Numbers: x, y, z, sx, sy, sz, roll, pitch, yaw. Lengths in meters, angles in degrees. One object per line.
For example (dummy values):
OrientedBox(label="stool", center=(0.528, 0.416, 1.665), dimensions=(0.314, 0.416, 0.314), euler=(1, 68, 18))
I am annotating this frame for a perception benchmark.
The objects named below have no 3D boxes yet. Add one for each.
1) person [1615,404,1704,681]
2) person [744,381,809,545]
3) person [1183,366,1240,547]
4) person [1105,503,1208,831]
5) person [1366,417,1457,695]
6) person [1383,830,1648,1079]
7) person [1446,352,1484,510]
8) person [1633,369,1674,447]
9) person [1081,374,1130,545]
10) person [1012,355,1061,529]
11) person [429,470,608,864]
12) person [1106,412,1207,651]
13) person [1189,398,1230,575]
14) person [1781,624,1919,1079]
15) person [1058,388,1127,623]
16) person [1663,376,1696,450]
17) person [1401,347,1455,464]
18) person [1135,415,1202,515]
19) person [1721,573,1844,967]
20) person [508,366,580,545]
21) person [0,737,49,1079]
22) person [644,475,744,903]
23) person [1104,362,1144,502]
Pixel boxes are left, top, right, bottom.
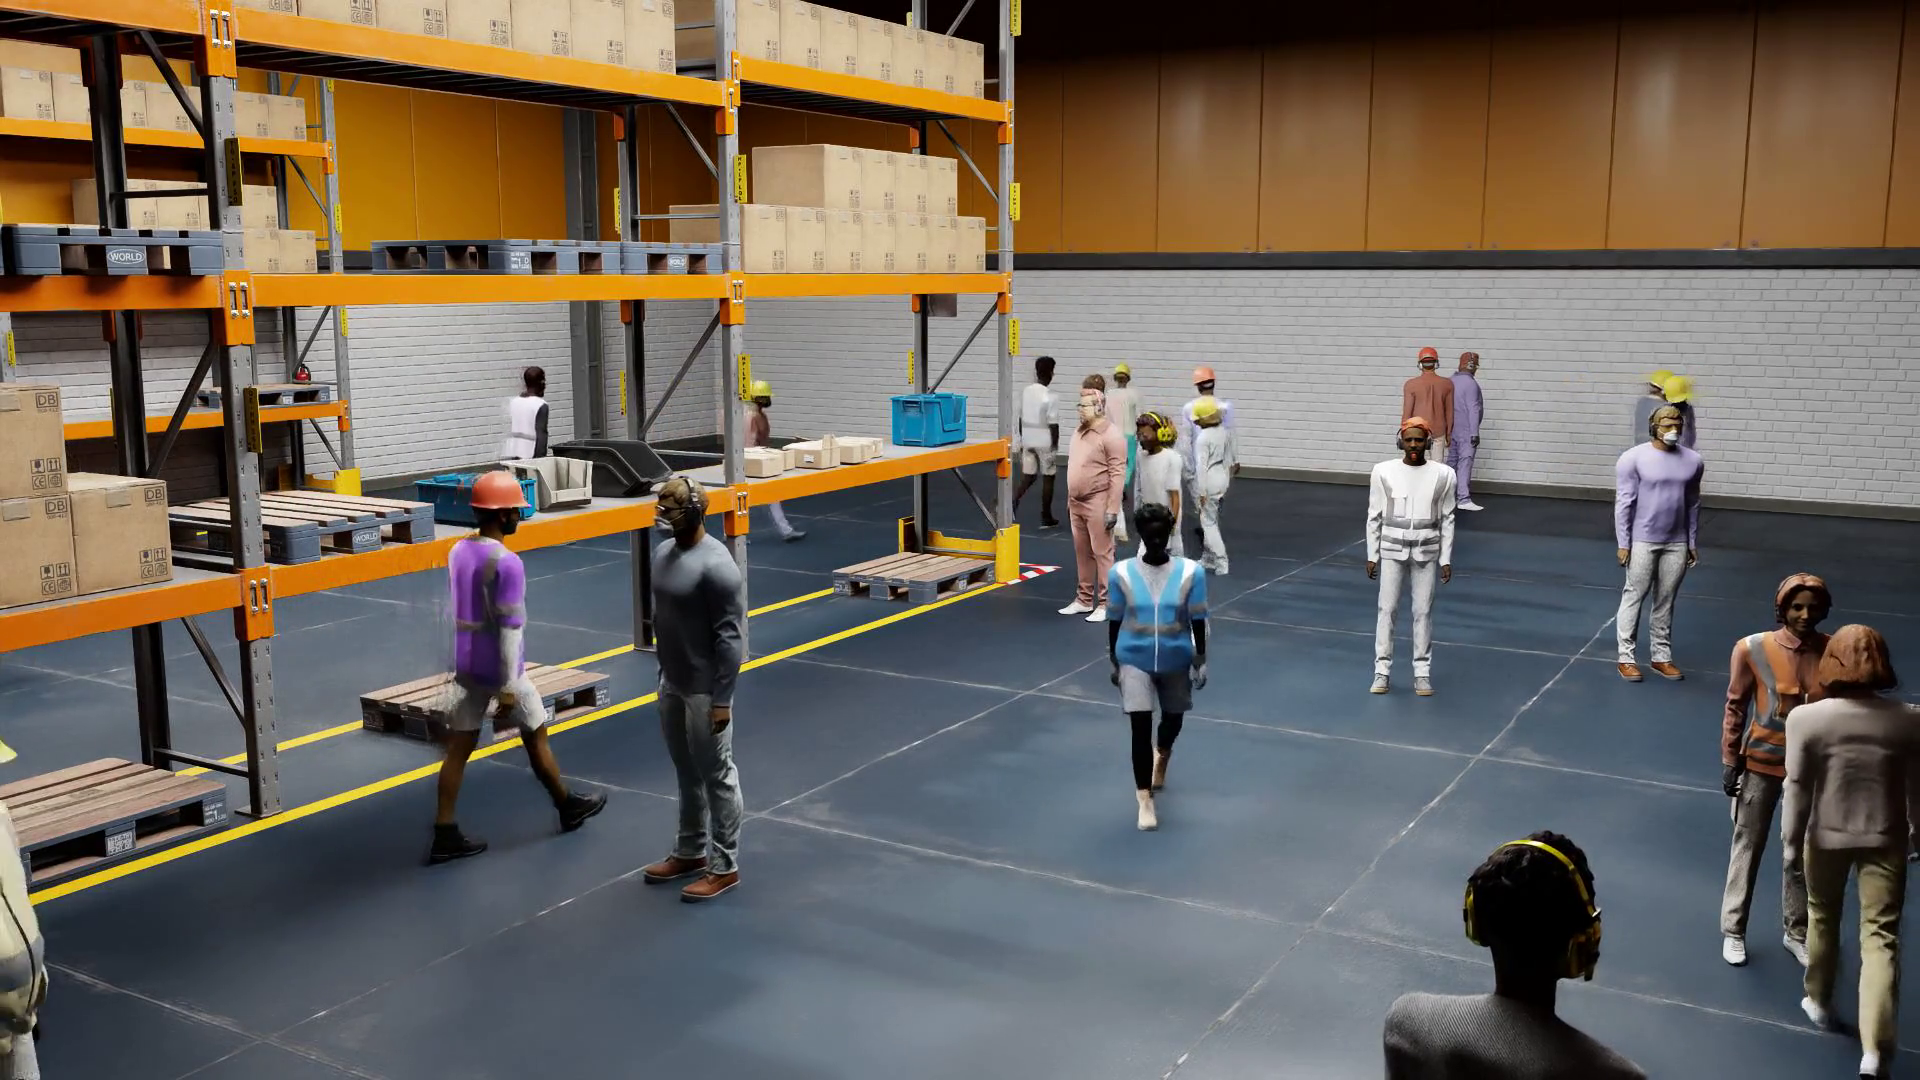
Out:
OrientedBox(label="person", center=(4.874, 0.029, 11.590), dimensions=(0.635, 1.938, 0.416), euler=(-1, 9, -9))
OrientedBox(label="person", center=(-2.057, -0.787, 17.320), dimensions=(0.880, 1.724, 0.537), euler=(3, 10, 17))
OrientedBox(label="person", center=(2.569, -0.849, 17.225), dimensions=(0.593, 1.897, 0.875), euler=(4, 10, 25))
OrientedBox(label="person", center=(1.024, 0.613, 8.746), dimensions=(0.534, 1.669, 0.783), euler=(0, 9, 3))
OrientedBox(label="person", center=(3.031, 0.111, 11.220), dimensions=(0.574, 1.883, 0.356), euler=(2, 9, 12))
OrientedBox(label="person", center=(0.995, 1.433, 3.003), dimensions=(0.519, 1.874, 0.326), euler=(8, 12, 40))
OrientedBox(label="person", center=(6.088, -1.311, 20.043), dimensions=(0.407, 1.902, 0.638), euler=(-2, 9, -13))
OrientedBox(label="person", center=(7.472, -0.932, 17.942), dimensions=(0.470, 1.814, 0.609), euler=(-3, 9, -15))
OrientedBox(label="person", center=(1.498, -0.834, 17.382), dimensions=(0.470, 1.803, 0.726), euler=(4, 10, 23))
OrientedBox(label="person", center=(0.836, -1.066, 18.372), dimensions=(0.635, 1.948, 0.694), euler=(8, 12, 42))
OrientedBox(label="person", center=(-2.230, 0.595, 8.188), dimensions=(0.549, 1.883, 0.985), euler=(7, 11, 36))
OrientedBox(label="person", center=(1.545, -0.068, 12.568), dimensions=(0.921, 1.820, 0.551), euler=(-8, 12, -39))
OrientedBox(label="person", center=(2.368, -0.507, 15.715), dimensions=(0.581, 1.679, 0.547), euler=(8, 12, 40))
OrientedBox(label="person", center=(3.219, 1.118, 5.961), dimensions=(0.512, 1.602, 0.892), euler=(4, 10, 23))
OrientedBox(label="person", center=(1.070, -0.288, 13.634), dimensions=(0.409, 1.907, 0.651), euler=(-6, 11, -31))
OrientedBox(label="person", center=(6.890, -0.649, 16.023), dimensions=(0.697, 1.874, 0.374), euler=(-8, 12, -40))
OrientedBox(label="person", center=(5.436, -1.246, 19.374), dimensions=(0.611, 1.985, 0.394), euler=(0, 9, 0))
OrientedBox(label="person", center=(1.868, -0.344, 14.996), dimensions=(0.574, 1.572, 0.826), euler=(-1, 9, -5))
OrientedBox(label="person", center=(3.381, 0.941, 6.797), dimensions=(0.522, 1.639, 0.309), euler=(1, 9, 8))
OrientedBox(label="person", center=(-4.327, -0.850, 17.241), dimensions=(0.595, 1.882, 0.901), euler=(7, 11, 37))
OrientedBox(label="person", center=(-2.664, 1.260, 4.286), dimensions=(0.674, 1.808, 0.610), euler=(0, 9, -1))
OrientedBox(label="person", center=(-1.205, 0.668, 7.571), dimensions=(0.375, 1.939, 0.628), euler=(-7, 12, -38))
OrientedBox(label="person", center=(1.980, -1.300, 20.423), dimensions=(0.539, 1.748, 0.599), euler=(3, 10, 20))
